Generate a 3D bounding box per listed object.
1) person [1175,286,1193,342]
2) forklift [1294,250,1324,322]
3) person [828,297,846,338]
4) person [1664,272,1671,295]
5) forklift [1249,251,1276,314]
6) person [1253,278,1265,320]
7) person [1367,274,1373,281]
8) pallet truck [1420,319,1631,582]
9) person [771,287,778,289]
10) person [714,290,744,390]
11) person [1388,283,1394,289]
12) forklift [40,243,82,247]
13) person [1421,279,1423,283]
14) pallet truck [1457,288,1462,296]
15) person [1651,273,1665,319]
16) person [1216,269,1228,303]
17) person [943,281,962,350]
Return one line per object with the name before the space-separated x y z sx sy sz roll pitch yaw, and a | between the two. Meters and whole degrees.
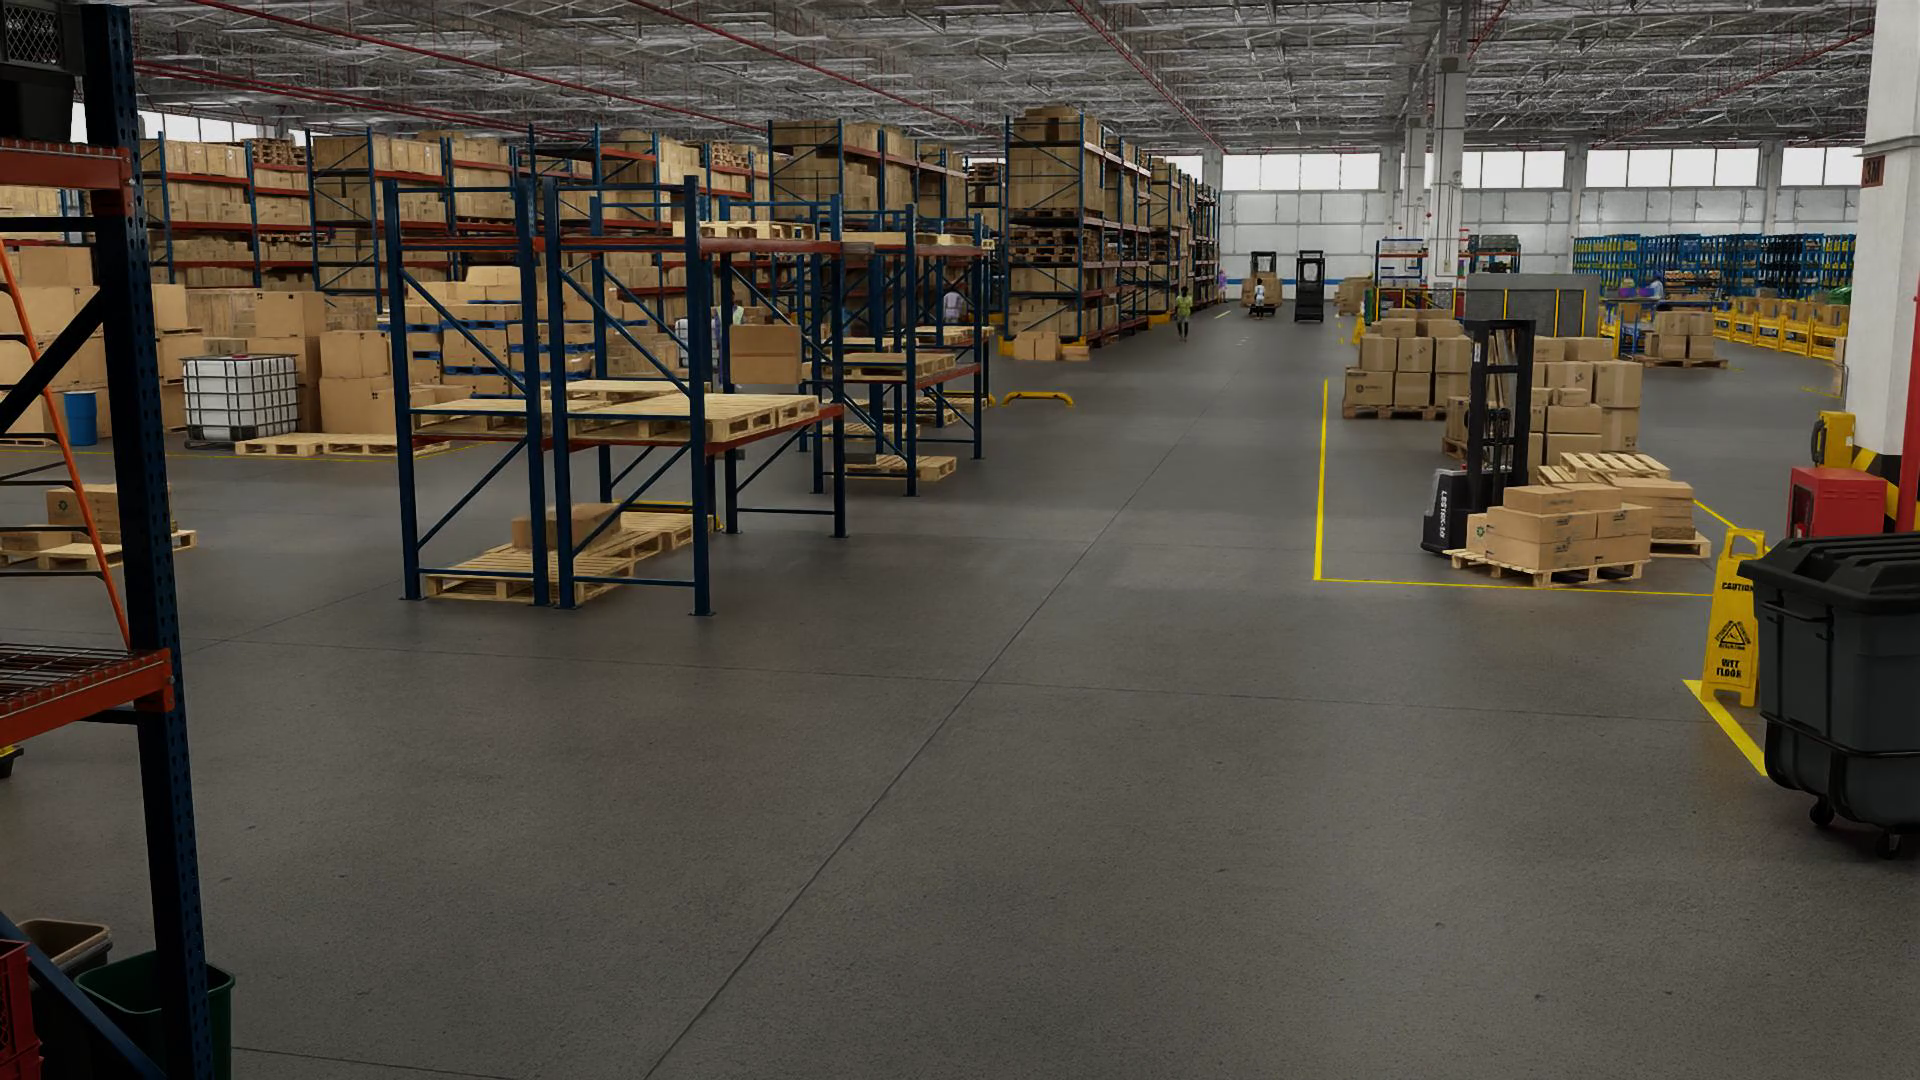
person | 6.696 -6.754 49.708 0.548 1.680 0.444 2 10 14
forklift | 13.778 -10.002 65.433 1.129 2.768 1.873 2 10 12
person | -2.826 -4.710 37.720 0.884 1.642 0.548 8 12 39
person | 35.989 -12.714 84.611 0.404 1.826 0.587 -1 10 -7
forklift | 13.625 -11.555 74.628 1.129 2.768 1.873 2 10 12
person | 12.162 -9.779 67.618 0.532 1.696 0.319 -7 12 -36
person | 21.414 -13.013 86.731 0.811 1.701 0.508 -1 10 -5
pallet truck | 4.543 -0.757 13.299 0.823 1.965 1.885 -4 10 -22
person | -8.608 -11.404 76.349 0.631 1.985 1.034 2 10 12
person | -4.391 -3.817 31.700 0.585 1.908 0.387 -5 11 -26
person | 21.485 -12.436 83.238 0.469 1.734 0.567 6 11 31
forklift | -19.961 -5.227 37.157 1.873 2.768 1.129 2 10 12
person | 22.087 -11.945 79.997 0.390 1.846 0.564 4 11 24
pallet truck | 20.506 -9.785 68.819 0.653 1.274 1.630 2 10 12
person | 27.324 -9.459 65.034 0.532 1.931 0.652 -3 10 -15
person | 14.834 -14.367 94.224 0.696 1.905 0.361 1 10 6
person | -0.226 -6.114 45.362 0.533 1.892 0.994 1 10 5
